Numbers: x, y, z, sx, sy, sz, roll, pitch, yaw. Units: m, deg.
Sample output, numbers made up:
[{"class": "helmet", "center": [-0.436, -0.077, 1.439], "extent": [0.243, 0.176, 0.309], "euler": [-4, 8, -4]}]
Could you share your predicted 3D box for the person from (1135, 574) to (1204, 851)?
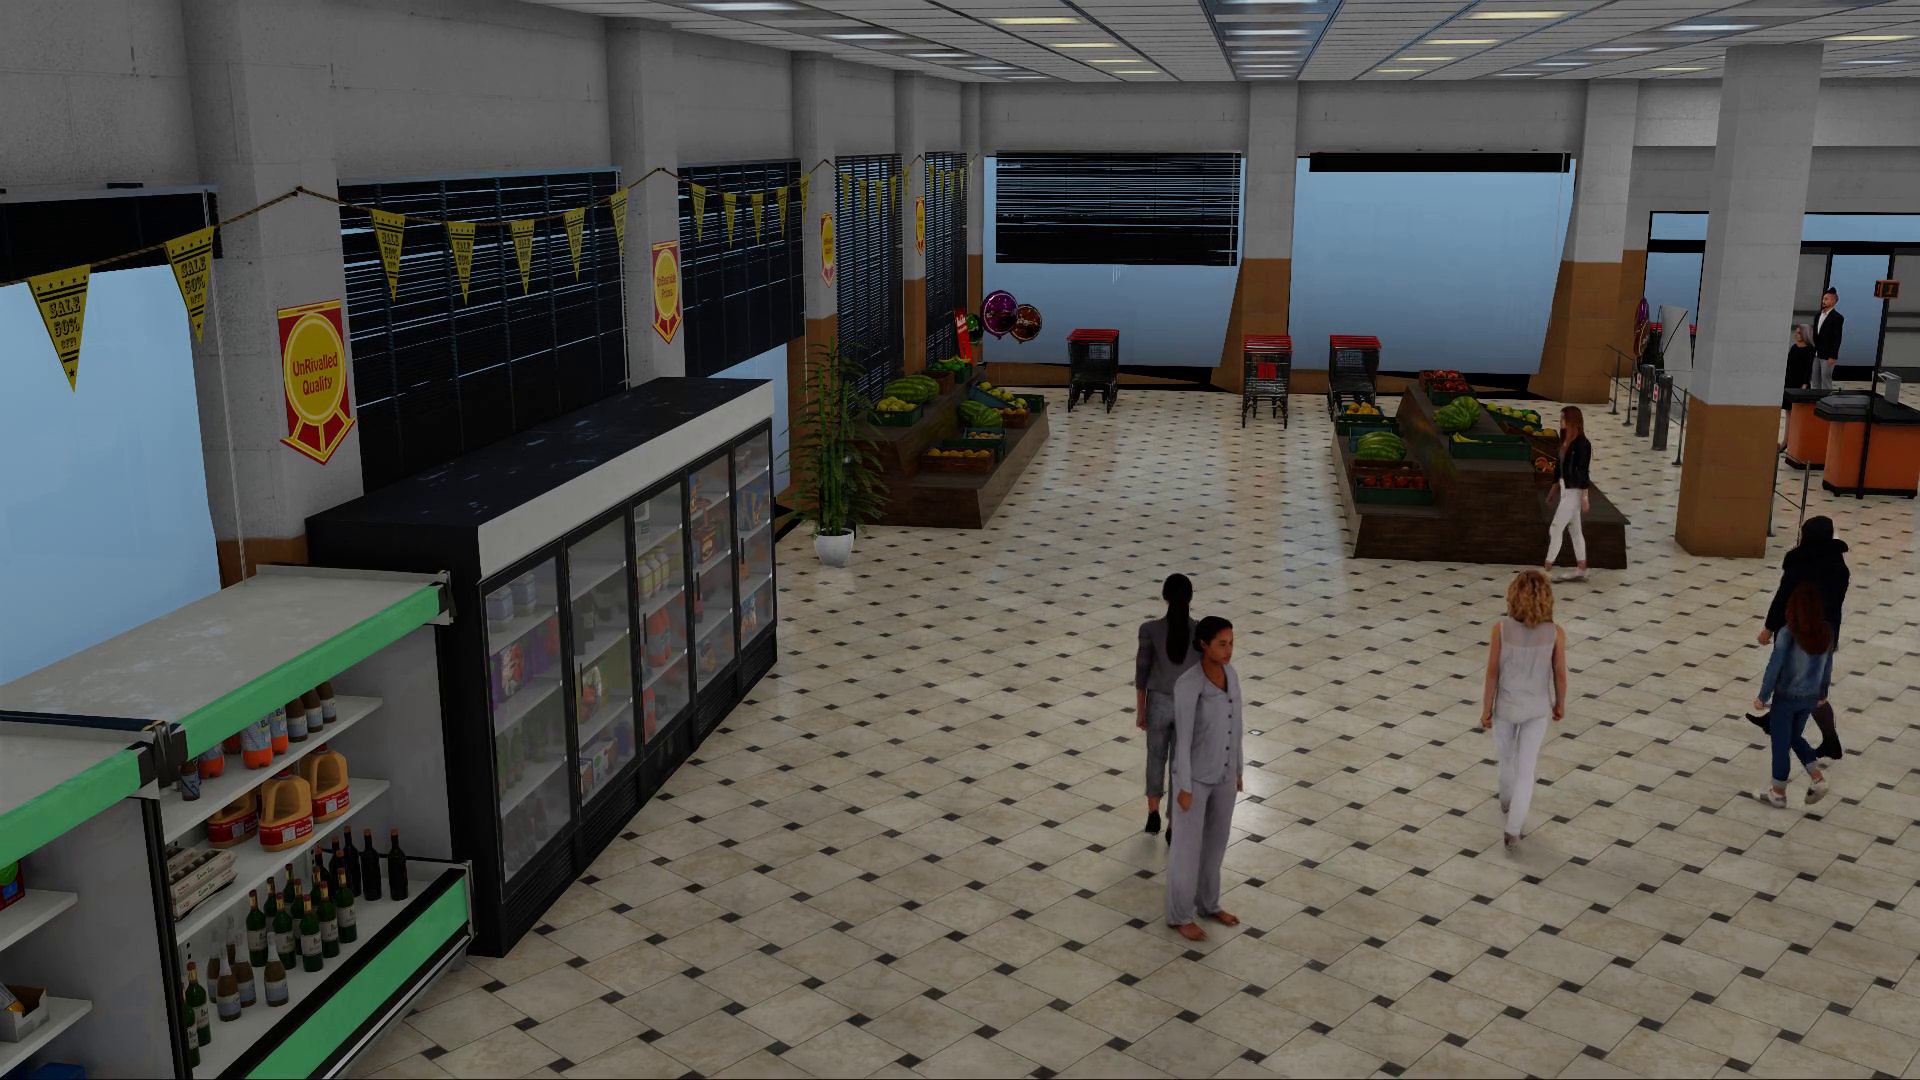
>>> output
[{"class": "person", "center": [1.248, 1.043, 9.721], "extent": [0.625, 1.663, 0.592], "euler": [3, 14, 13]}]

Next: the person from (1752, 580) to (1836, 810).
[{"class": "person", "center": [5.263, 0.992, 10.343], "extent": [0.772, 1.468, 0.838], "euler": [-6, 15, -24]}]

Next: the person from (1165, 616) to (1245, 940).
[{"class": "person", "center": [1.287, 1.229, 8.804], "extent": [0.682, 1.734, 0.758], "euler": [-11, 18, -39]}]

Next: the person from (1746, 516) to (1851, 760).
[{"class": "person", "center": [5.784, 0.688, 11.243], "extent": [1.055, 1.636, 1.187], "euler": [-7, 15, -25]}]

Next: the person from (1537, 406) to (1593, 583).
[{"class": "person", "center": [5.860, -0.417, 15.697], "extent": [0.753, 1.683, 0.856], "euler": [0, 14, 1]}]

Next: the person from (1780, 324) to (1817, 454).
[{"class": "person", "center": [11.112, -2.004, 22.105], "extent": [0.738, 1.747, 0.624], "euler": [-3, 14, -12]}]

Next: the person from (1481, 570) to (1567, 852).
[{"class": "person", "center": [3.325, 1.032, 9.850], "extent": [0.757, 1.624, 1.120], "euler": [5, 15, 20]}]

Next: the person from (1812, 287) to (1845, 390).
[{"class": "person", "center": [13.075, -2.844, 25.137], "extent": [0.851, 1.950, 0.684], "euler": [-3, 14, -13]}]
